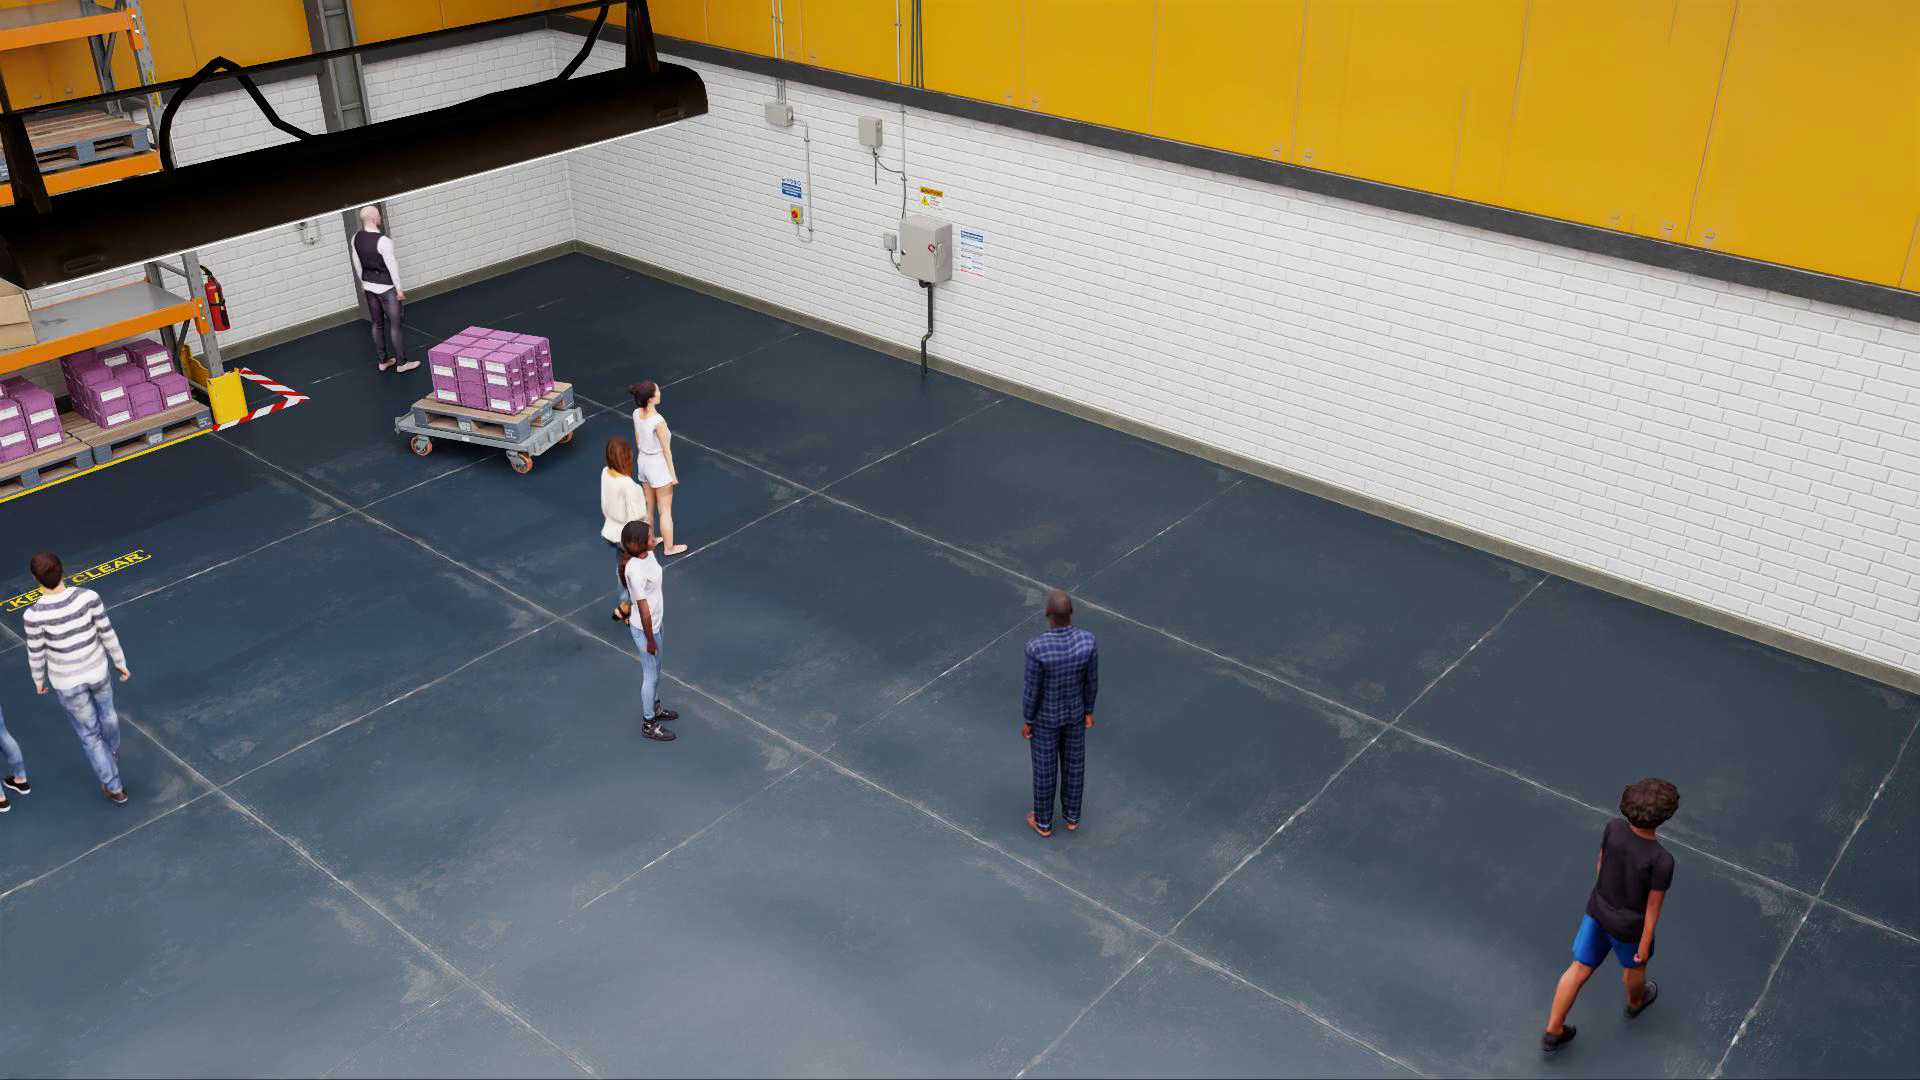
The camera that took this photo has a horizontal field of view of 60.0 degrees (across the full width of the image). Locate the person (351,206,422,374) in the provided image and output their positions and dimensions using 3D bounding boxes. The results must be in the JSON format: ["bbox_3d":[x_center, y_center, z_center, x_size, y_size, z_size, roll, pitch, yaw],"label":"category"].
[{"bbox_3d":[-6.235,-2.693,17.910,0.758,1.825,0.717,11,30,19],"label":"person"}]

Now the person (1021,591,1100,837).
[{"bbox_3d":[0.640,1.135,10.891,0.747,1.826,0.839,-7,29,-13],"label":"person"}]

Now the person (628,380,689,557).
[{"bbox_3d":[-2.635,-0.629,14.355,0.548,1.605,0.531,22,35,34],"label":"person"}]

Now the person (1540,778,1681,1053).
[{"bbox_3d":[3.574,2.113,9.174,1.229,1.755,0.870,-19,34,-30],"label":"person"}]

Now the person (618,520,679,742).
[{"bbox_3d":[-2.235,0.626,11.937,0.726,1.719,0.659,-1,29,-2],"label":"person"}]

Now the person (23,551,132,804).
[{"bbox_3d":[-5.894,0.958,11.224,0.789,1.818,0.962,24,37,37],"label":"person"}]

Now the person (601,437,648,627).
[{"bbox_3d":[-2.729,-0.023,13.178,0.673,1.669,0.652,-23,36,-36],"label":"person"}]
